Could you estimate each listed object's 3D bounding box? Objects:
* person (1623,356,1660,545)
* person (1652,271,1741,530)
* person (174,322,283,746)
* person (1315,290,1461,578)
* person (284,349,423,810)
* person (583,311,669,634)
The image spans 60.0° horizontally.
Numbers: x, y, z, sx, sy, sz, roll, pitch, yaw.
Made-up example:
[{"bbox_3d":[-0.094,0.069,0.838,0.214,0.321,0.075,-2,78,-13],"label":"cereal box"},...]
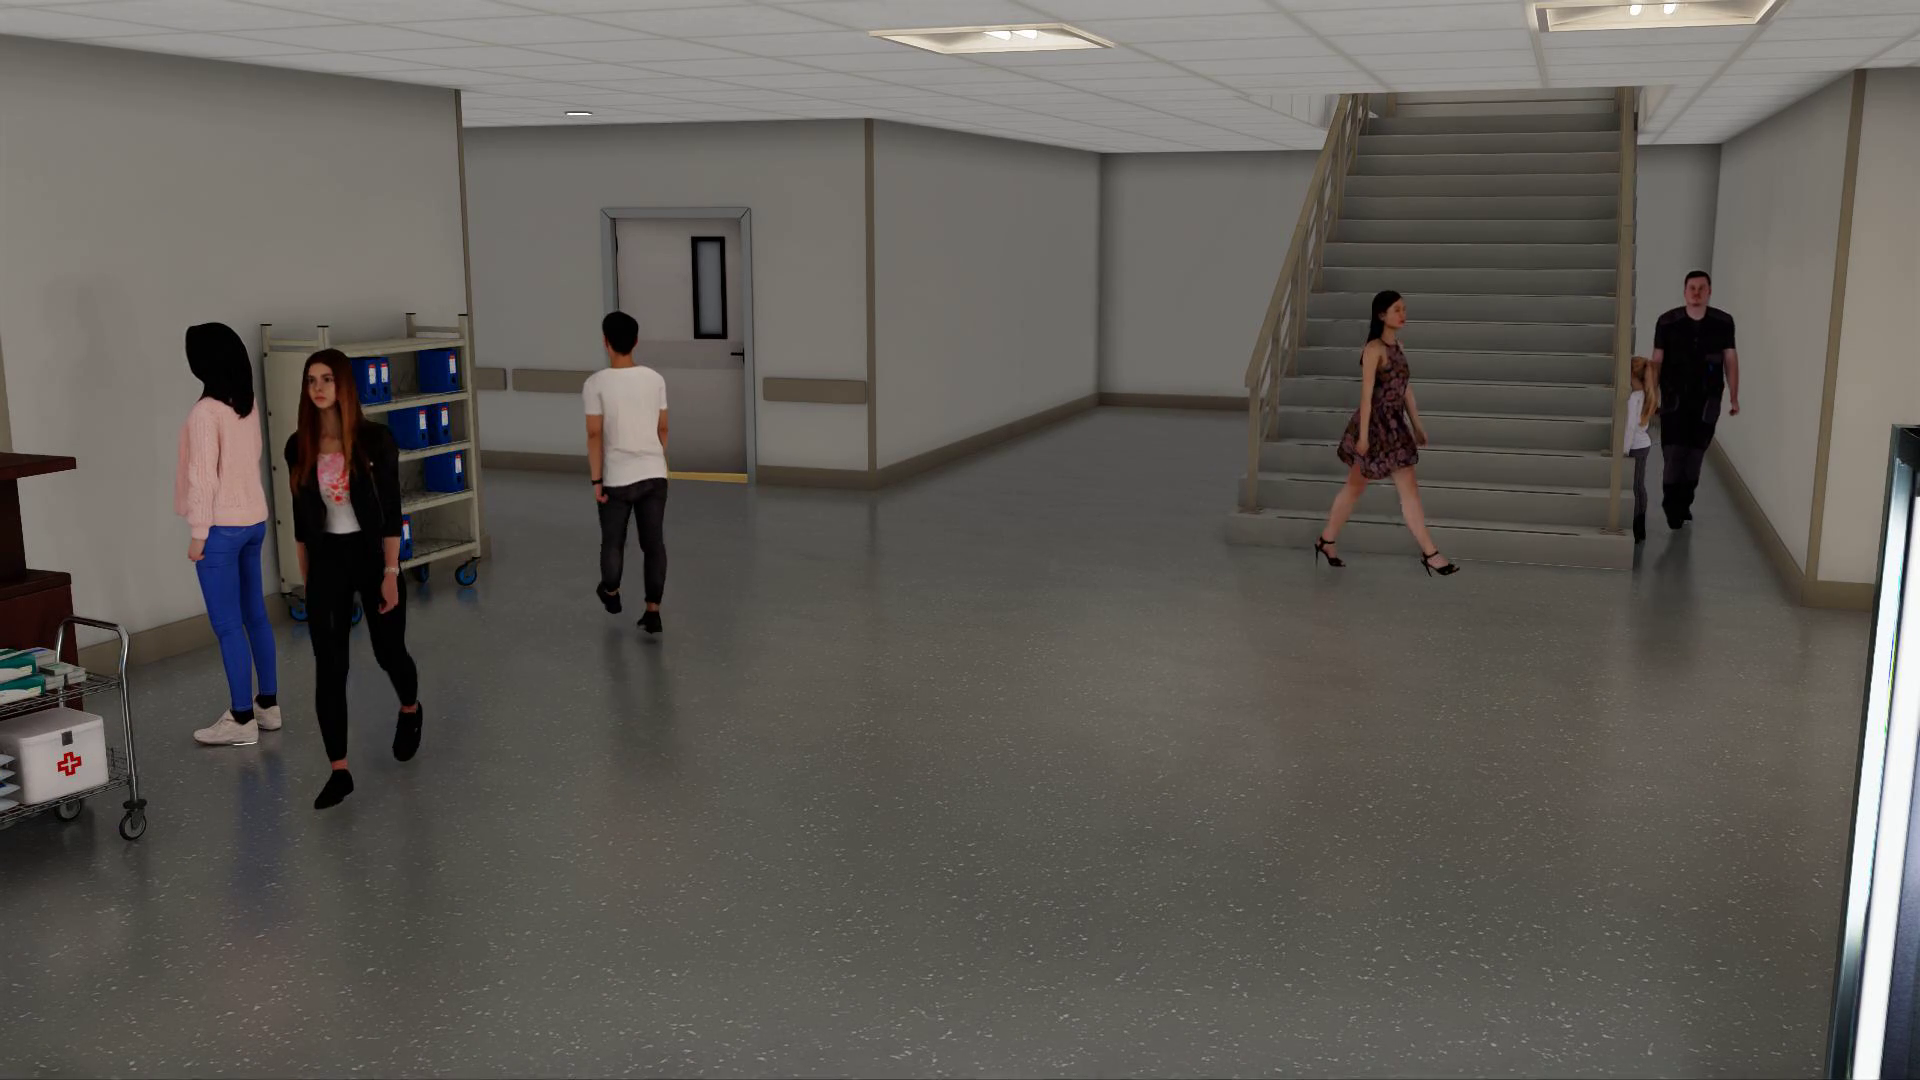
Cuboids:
[{"bbox_3d":[4.648,-0.627,11.448,0.615,1.278,0.513,9,14,39],"label":"person"},{"bbox_3d":[5.236,-0.982,11.929,0.768,1.797,1.176,3,11,16],"label":"person"},{"bbox_3d":[-3.071,-0.032,6.998,0.755,1.769,0.558,1,11,7],"label":"person"},{"bbox_3d":[2.497,-0.605,10.173,0.863,1.712,1.160,7,13,33],"label":"person"},{"bbox_3d":[-2.292,0.121,6.418,0.890,1.684,1.163,-1,11,-4],"label":"person"},{"bbox_3d":[-1.715,-0.326,8.784,1.073,1.681,1.134,-5,12,-24],"label":"person"}]
